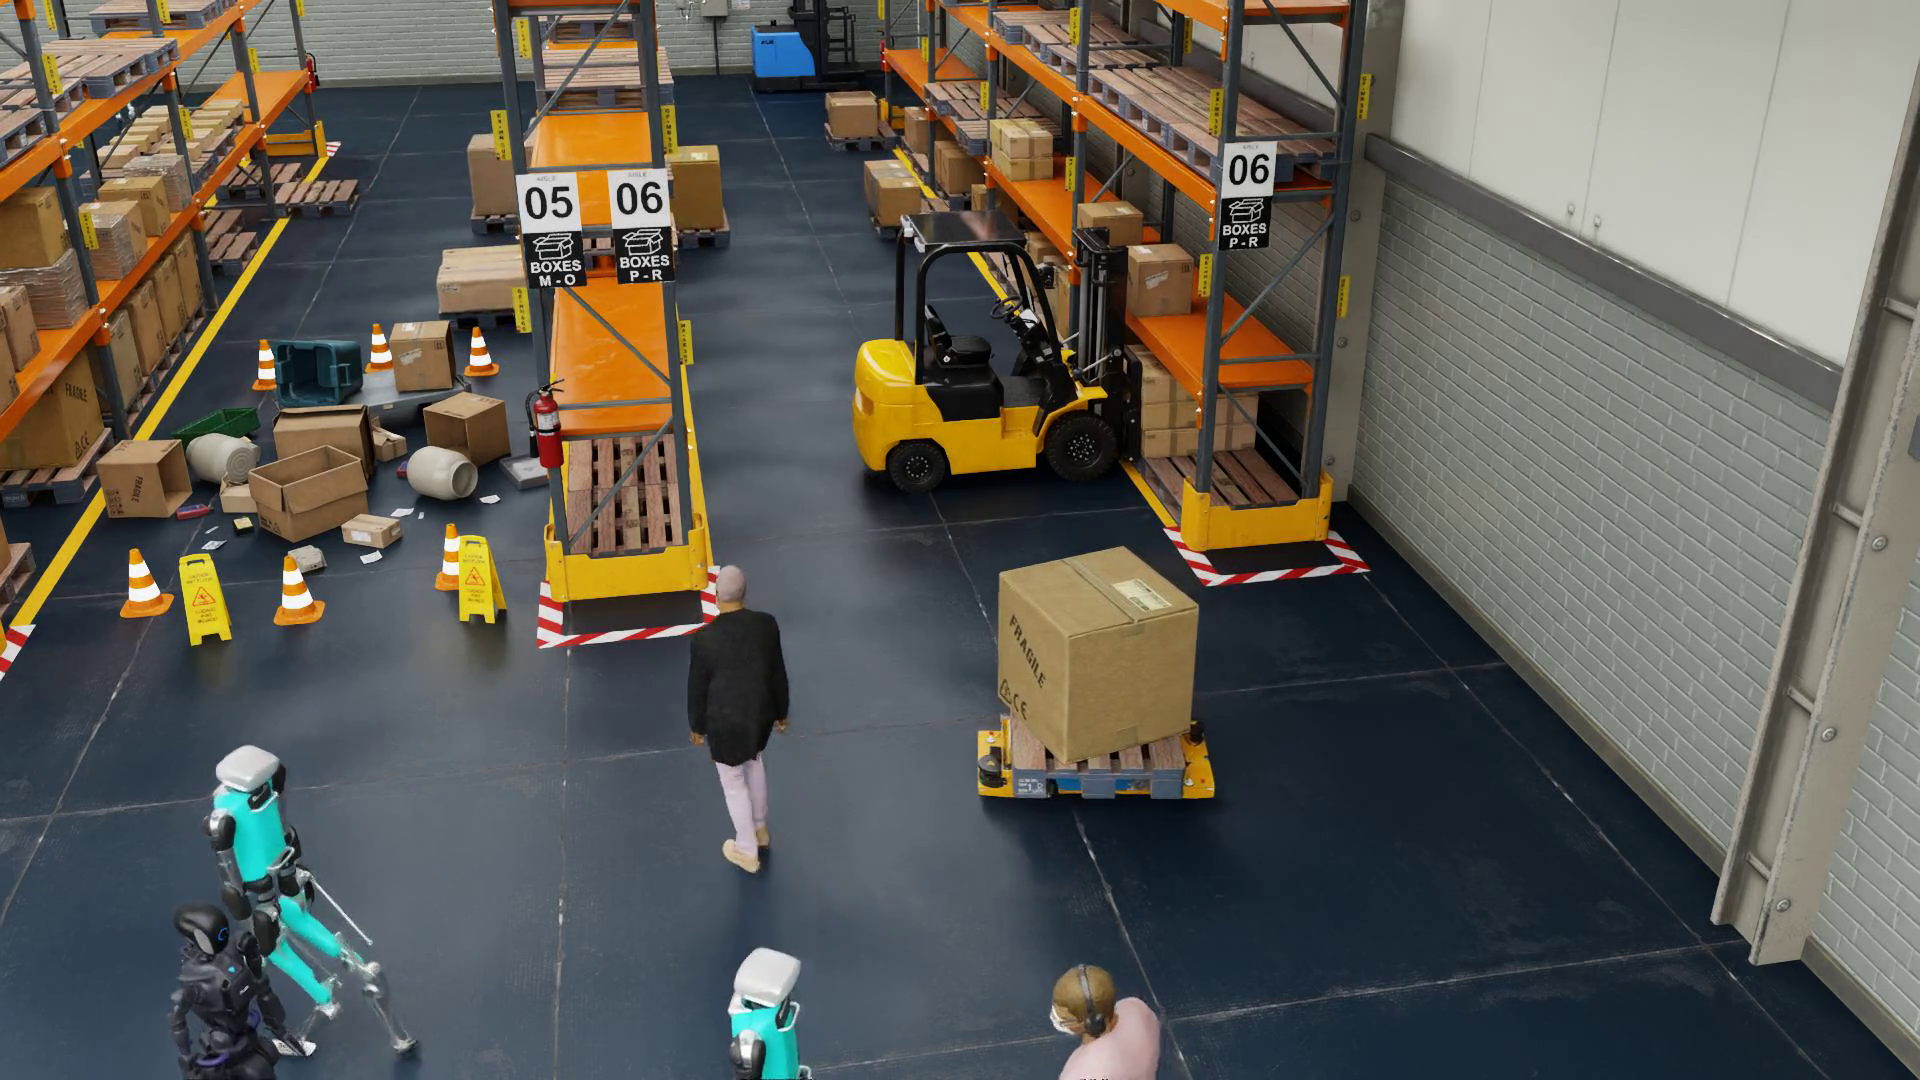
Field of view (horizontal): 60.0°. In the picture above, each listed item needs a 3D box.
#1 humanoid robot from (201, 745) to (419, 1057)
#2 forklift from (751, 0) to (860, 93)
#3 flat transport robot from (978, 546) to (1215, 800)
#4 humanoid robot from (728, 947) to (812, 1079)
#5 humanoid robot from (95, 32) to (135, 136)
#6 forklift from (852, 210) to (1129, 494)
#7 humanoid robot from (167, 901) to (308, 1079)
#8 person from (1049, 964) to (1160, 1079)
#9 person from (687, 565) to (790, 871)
[{"bbox_3d":[-2.977,1.806,7.776,0.799,1.864,0.531,4,26,8],"label":"humanoid robot"},{"bbox_3d":[-2.872,-9.679,30.288,1.873,2.768,1.129,-5,26,-10],"label":"forklift"},{"bbox_3d":[0.829,1.346,10.327,1.431,0.231,0.659,0,26,1],"label":"flat transport robot"},{"bbox_3d":[-0.523,2.392,6.473,0.688,1.821,0.538,4,26,7],"label":"humanoid robot"},{"bbox_3d":[-13.379,-7.187,26.442,0.554,1.802,0.903,-21,33,-37],"label":"humanoid robot"},{"bbox_3d":[0.216,-1.659,14.366,2.313,2.155,1.214,-5,26,-10],"label":"forklift"},{"bbox_3d":[-3.006,2.192,6.932,0.327,1.652,0.586,6,26,12],"label":"humanoid robot"},{"bbox_3d":[0.566,2.391,6.264,0.523,1.908,0.701,16,30,29],"label":"person"},{"bbox_3d":[-1.256,0.981,9.285,0.547,1.827,0.538,-18,31,-32],"label":"person"}]
